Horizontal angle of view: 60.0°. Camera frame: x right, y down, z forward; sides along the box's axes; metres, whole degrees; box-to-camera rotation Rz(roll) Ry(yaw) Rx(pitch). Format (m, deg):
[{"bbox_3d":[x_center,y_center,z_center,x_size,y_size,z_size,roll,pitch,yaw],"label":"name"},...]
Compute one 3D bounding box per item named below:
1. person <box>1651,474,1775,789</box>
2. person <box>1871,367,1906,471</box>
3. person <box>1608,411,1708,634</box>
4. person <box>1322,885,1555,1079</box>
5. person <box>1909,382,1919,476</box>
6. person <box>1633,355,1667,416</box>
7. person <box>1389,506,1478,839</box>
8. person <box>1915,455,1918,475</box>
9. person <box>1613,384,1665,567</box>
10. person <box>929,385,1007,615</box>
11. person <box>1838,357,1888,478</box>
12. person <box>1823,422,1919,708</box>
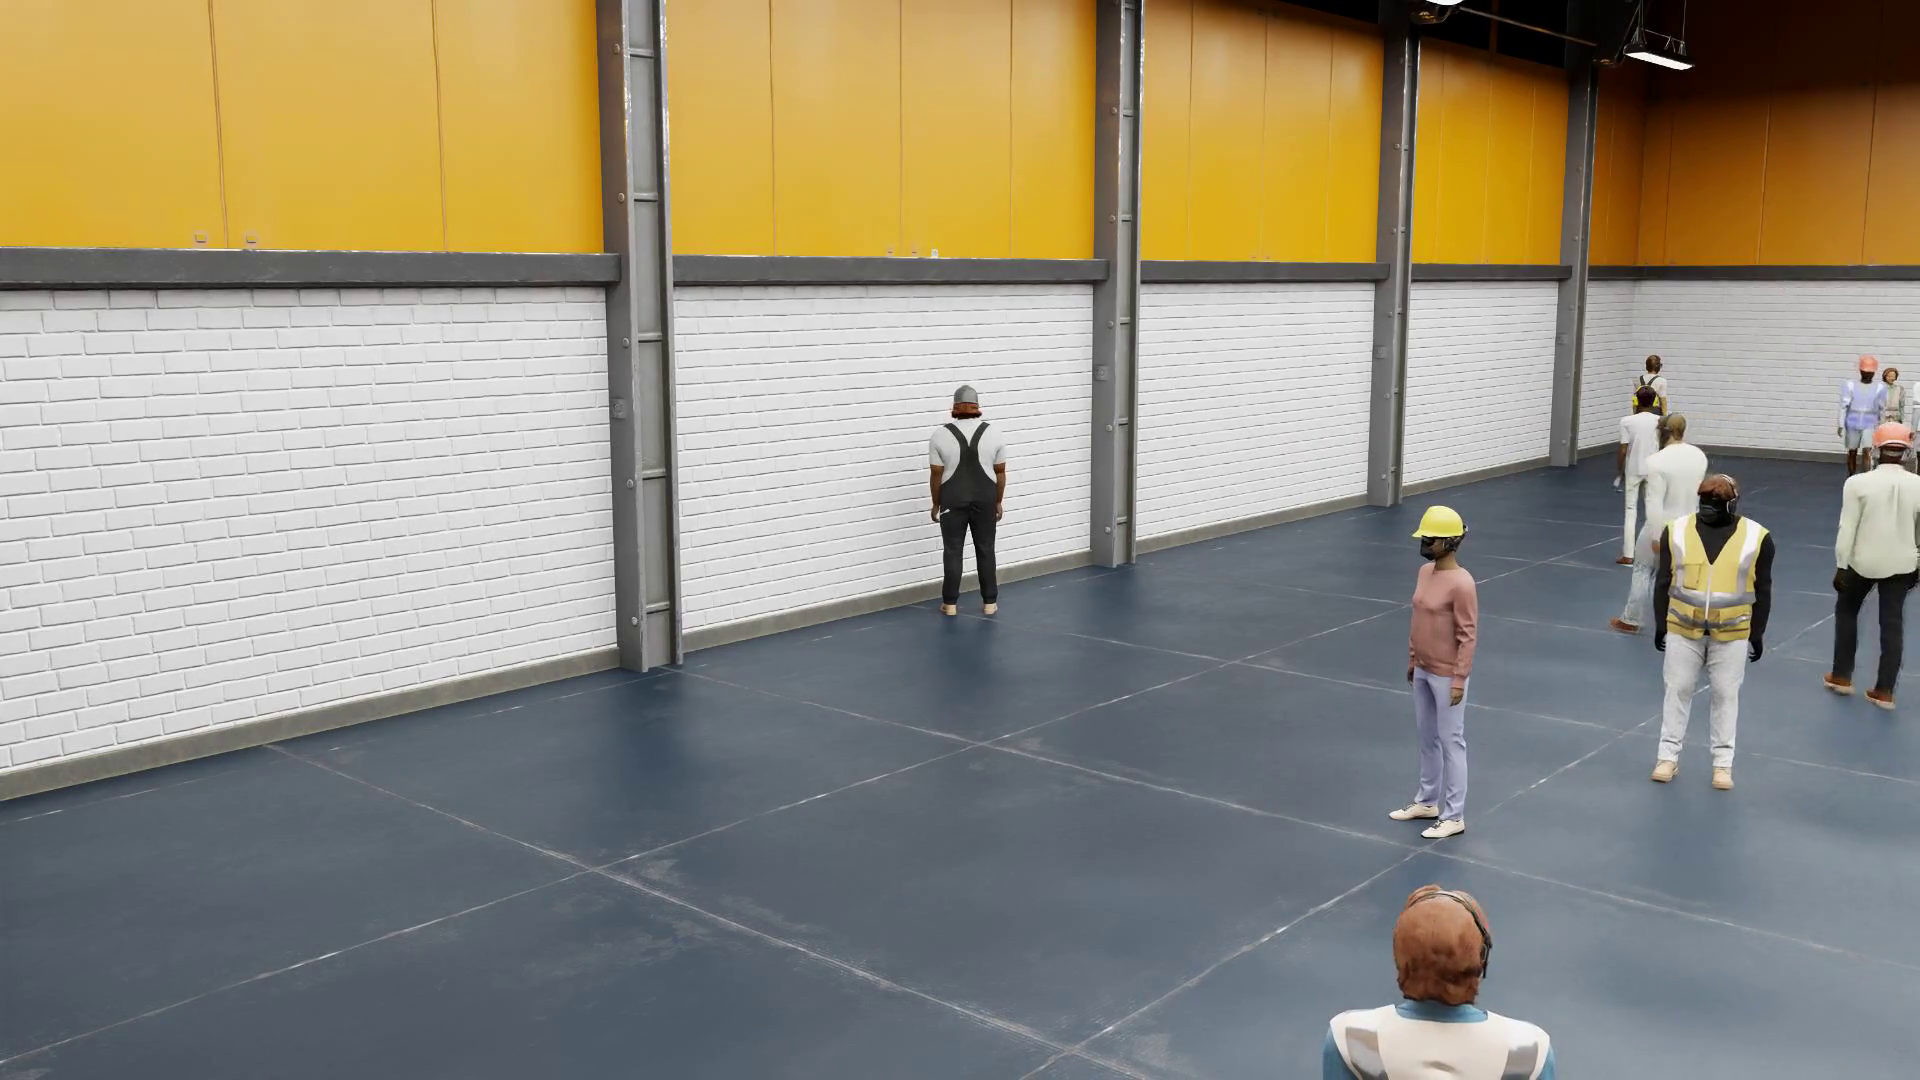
[{"bbox_3d":[4.361,0.527,9.685,0.624,1.841,0.430,5,10,28],"label":"person"},{"bbox_3d":[13.531,-1.704,24.321,0.523,1.636,0.310,1,9,5],"label":"person"},{"bbox_3d":[5.791,-0.099,13.478,0.635,1.896,1.023,-3,10,-20],"label":"person"},{"bbox_3d":[1.049,1.578,3.712,0.522,1.636,0.310,1,9,8],"label":"person"},{"bbox_3d":[12.868,-1.501,22.099,0.543,1.939,0.370,-1,9,-4],"label":"person"},{"bbox_3d":[9.842,-1.711,23.717,0.346,1.846,0.507,-7,11,-37],"label":"person"},{"bbox_3d":[2.533,0.695,8.853,0.310,1.768,0.533,-2,9,-14],"label":"person"},{"bbox_3d":[13.792,-1.694,23.552,0.329,1.865,0.516,-3,9,-17],"label":"person"},{"bbox_3d":[6.960,-0.654,17.006,0.534,1.868,0.309,1,9,4],"label":"person"},{"bbox_3d":[0.057,-0.360,14.617,0.677,2.000,0.536,-1,9,-5],"label":"person"},{"bbox_3d":[12.233,-1.544,22.566,0.563,1.869,1.044,5,10,29],"label":"person"},{"bbox_3d":[6.407,0.150,11.658,0.654,1.960,0.802,1,9,7],"label":"person"}]
